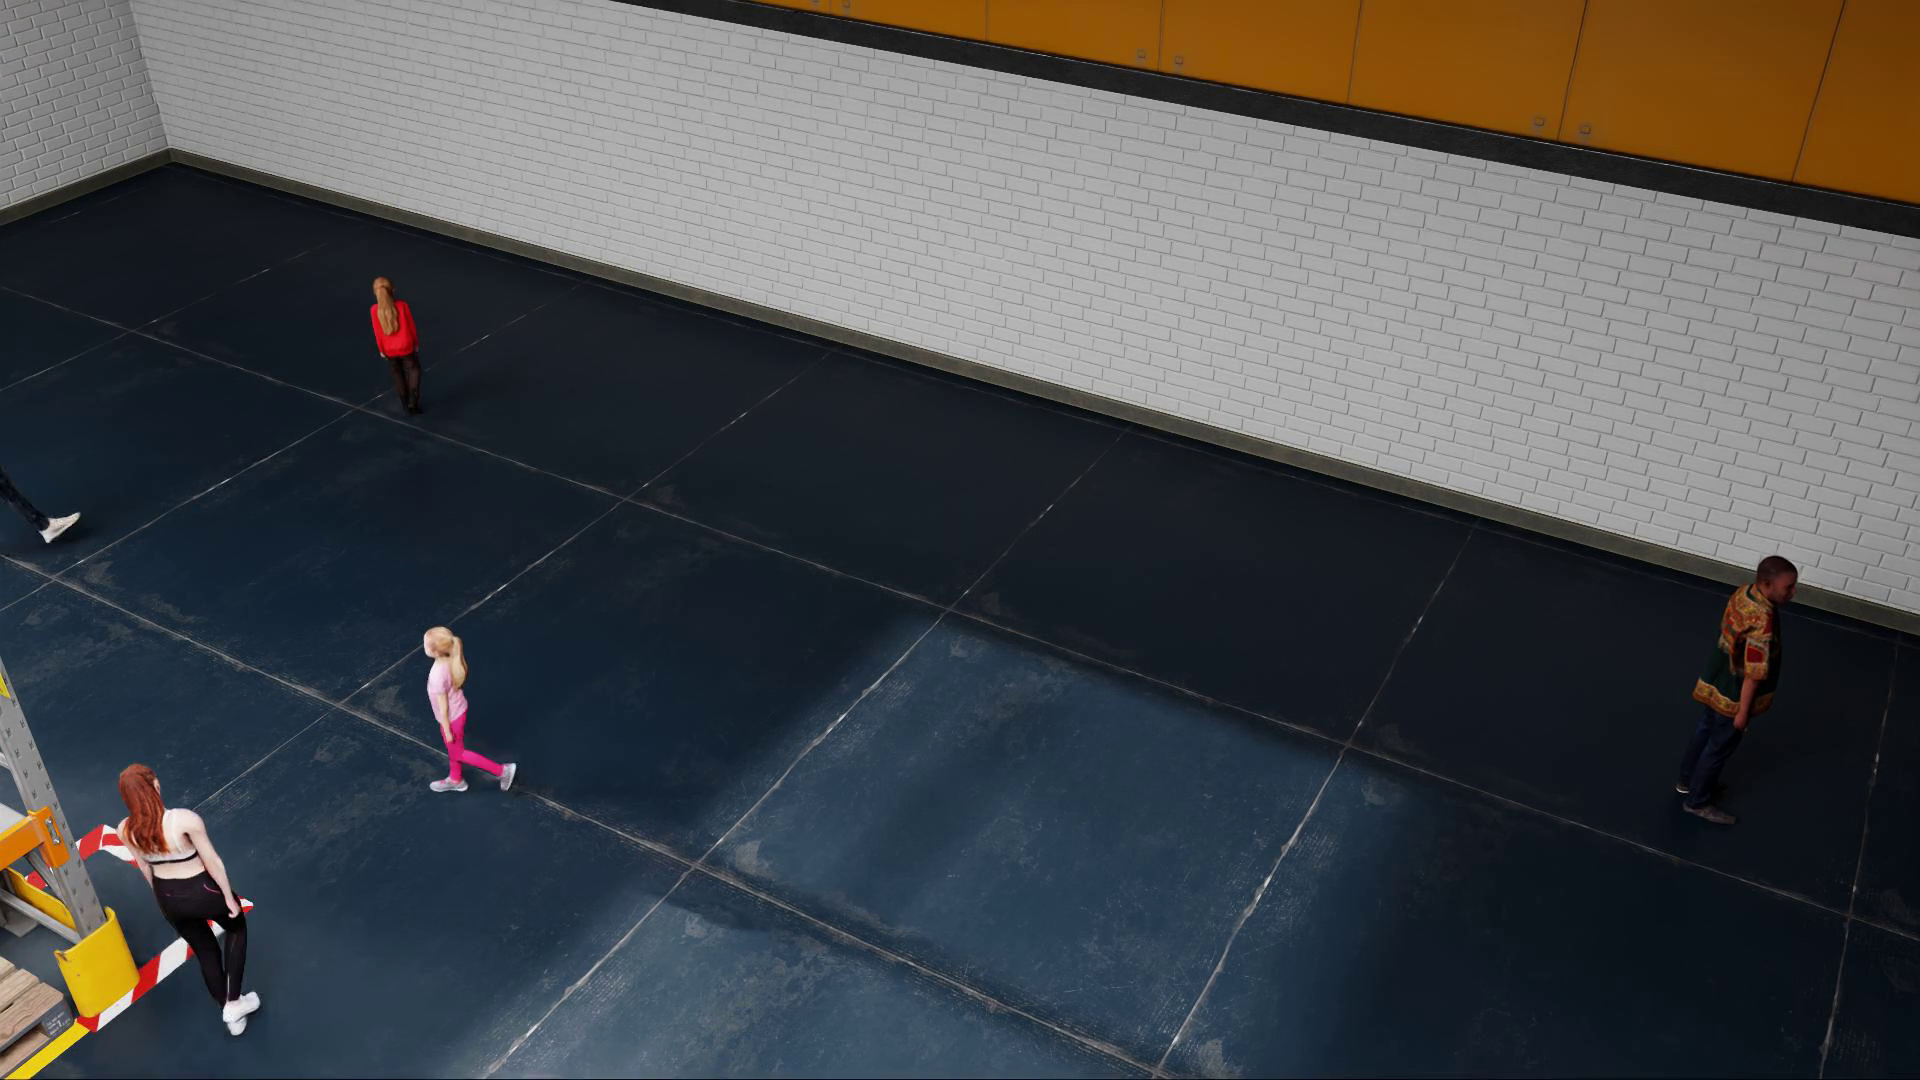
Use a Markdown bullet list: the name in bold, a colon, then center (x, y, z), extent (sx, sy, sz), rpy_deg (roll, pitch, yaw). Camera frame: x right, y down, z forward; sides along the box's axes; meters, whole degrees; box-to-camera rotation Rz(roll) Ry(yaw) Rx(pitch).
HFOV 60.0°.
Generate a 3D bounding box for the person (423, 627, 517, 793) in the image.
- **person**: center (-3.029, 1.051, 10.093), extent (0.786, 1.259, 0.811), rpy_deg (0, 34, -1)

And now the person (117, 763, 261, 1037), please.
- **person**: center (-3.920, 1.894, 8.401), extent (0.743, 1.729, 0.770), rpy_deg (1, 34, 1)

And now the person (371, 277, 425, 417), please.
- **person**: center (-4.753, -1.605, 14.078), extent (0.678, 1.271, 0.749), rpy_deg (-5, 34, -8)

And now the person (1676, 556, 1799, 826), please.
- **person**: center (4.601, 0.865, 9.879), extent (0.828, 1.806, 0.697), rpy_deg (8, 34, 12)
